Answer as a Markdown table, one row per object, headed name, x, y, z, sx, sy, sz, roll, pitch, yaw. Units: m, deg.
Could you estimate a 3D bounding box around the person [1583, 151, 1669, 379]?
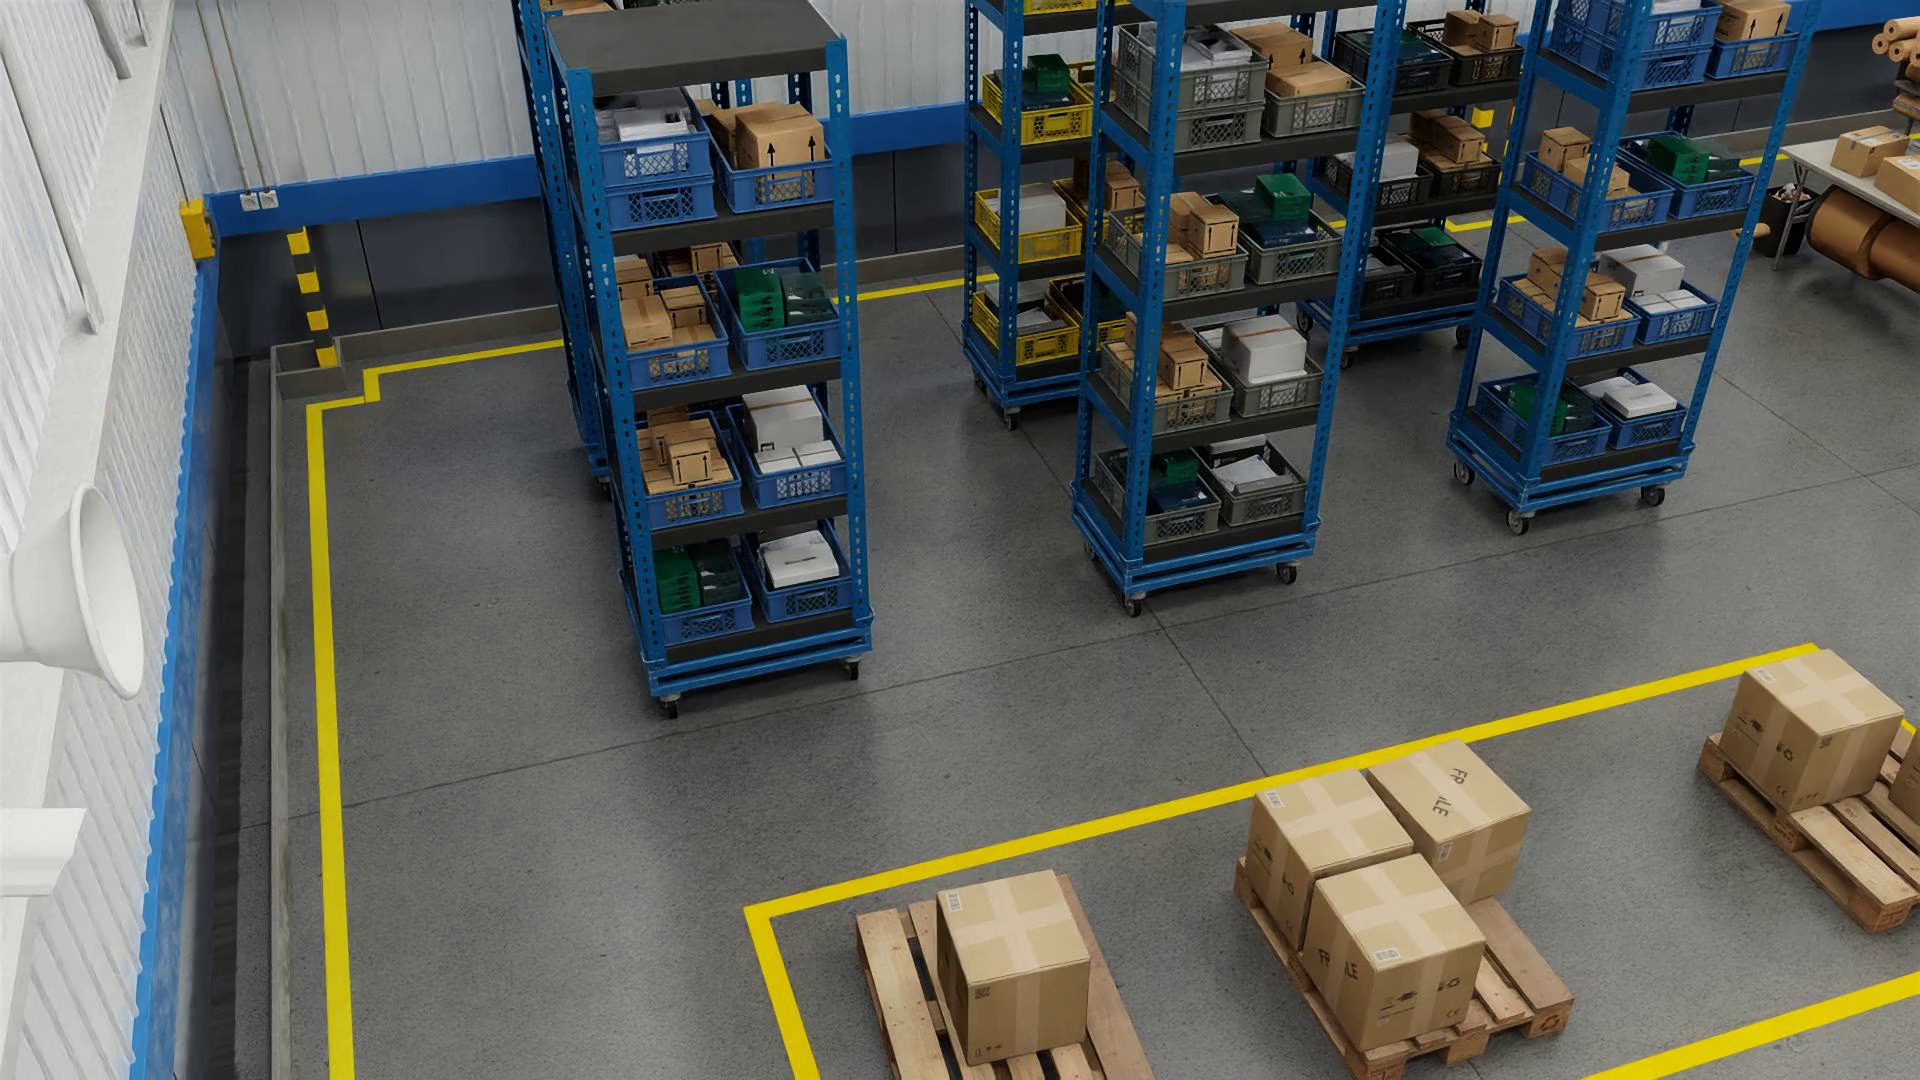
| name | x | y | z | sx | sy | sz | roll | pitch | yaw |
| --- | --- | --- | --- | --- | --- | --- | --- | --- | --- |
| person | 4.410 | -1.783 | 11.193 | 0.583 | 1.871 | 0.359 | 1 | 35 | 1 |
